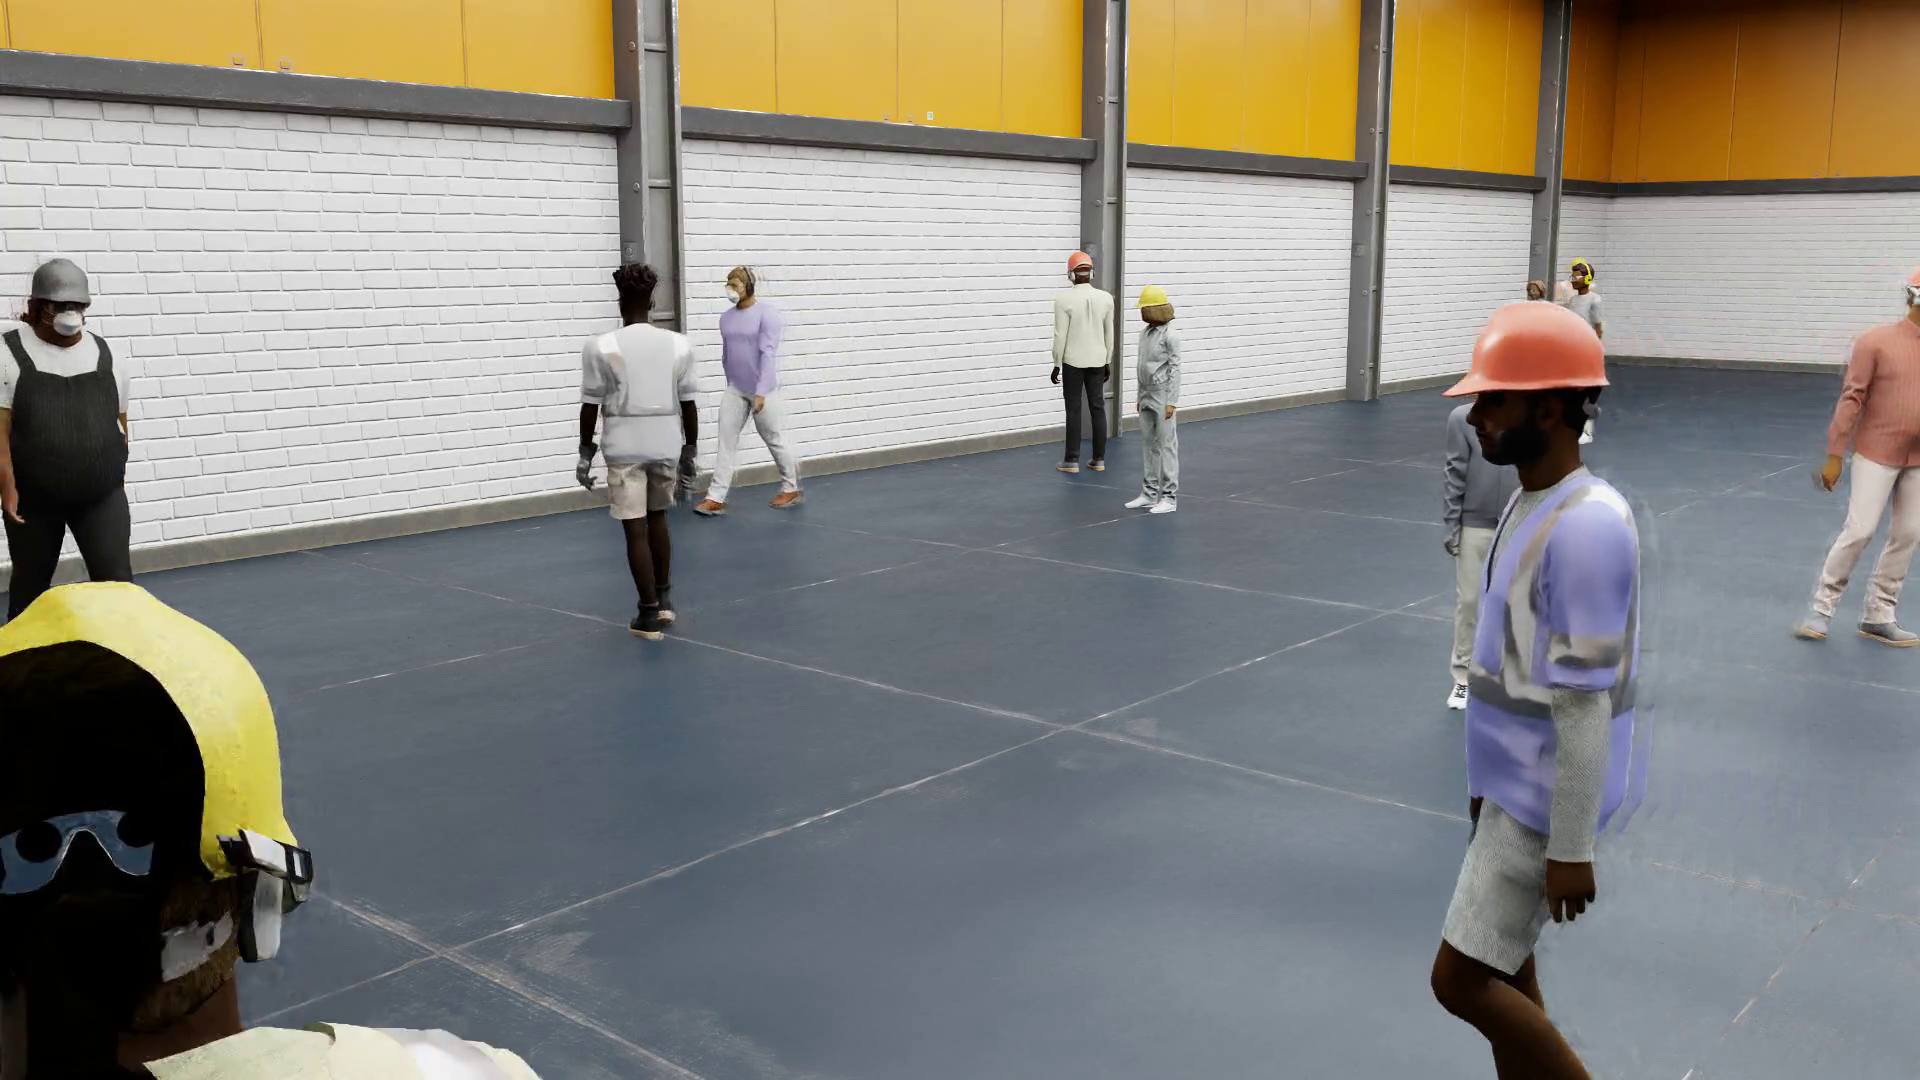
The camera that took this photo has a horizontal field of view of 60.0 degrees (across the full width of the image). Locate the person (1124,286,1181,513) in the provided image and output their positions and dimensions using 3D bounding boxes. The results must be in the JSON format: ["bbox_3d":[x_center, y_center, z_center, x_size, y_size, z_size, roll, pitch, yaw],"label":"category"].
[{"bbox_3d":[1.491,-1.073,12.756,0.320,1.737,0.487,-5,11,-27],"label":"person"}]

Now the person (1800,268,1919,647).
[{"bbox_3d":[4.738,-0.425,8.507,0.747,1.938,0.431,-2,10,-9],"label":"person"}]

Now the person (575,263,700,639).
[{"bbox_3d":[-1.717,-0.471,8.746,0.612,1.942,0.681,-7,12,-35],"label":"person"}]

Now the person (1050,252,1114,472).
[{"bbox_3d":[1.100,-1.603,15.069,0.611,1.985,0.393,-4,11,-23],"label":"person"}]

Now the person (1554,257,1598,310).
[{"bbox_3d":[9.036,-3.210,24.466,0.625,1.897,0.616,2,10,13],"label":"person"}]

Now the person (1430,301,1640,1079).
[{"bbox_3d":[1.138,0.489,3.335,0.427,1.918,0.562,2,10,8],"label":"person"}]

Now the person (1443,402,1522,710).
[{"bbox_3d":[2.347,-0.041,7.221,0.496,1.623,0.313,3,10,17],"label":"person"}]

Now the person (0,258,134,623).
[{"bbox_3d":[-4.114,-0.318,7.590,0.680,2.000,1.029,-9,13,-40],"label":"person"}]

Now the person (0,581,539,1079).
[{"bbox_3d":[-0.489,0.936,1.104,0.601,1.809,0.633,-10,14,-44],"label":"person"}]

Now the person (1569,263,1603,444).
[{"bbox_3d":[6.432,-1.930,17.257,0.330,1.872,0.512,-3,10,-15],"label":"person"}]

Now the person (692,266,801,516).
[{"bbox_3d":[-1.614,-1.137,12.709,0.632,1.890,1.025,7,12,34],"label":"person"}]

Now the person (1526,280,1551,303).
[{"bbox_3d":[6.984,-2.345,20.279,0.522,1.639,0.309,8,12,37],"label":"person"}]
